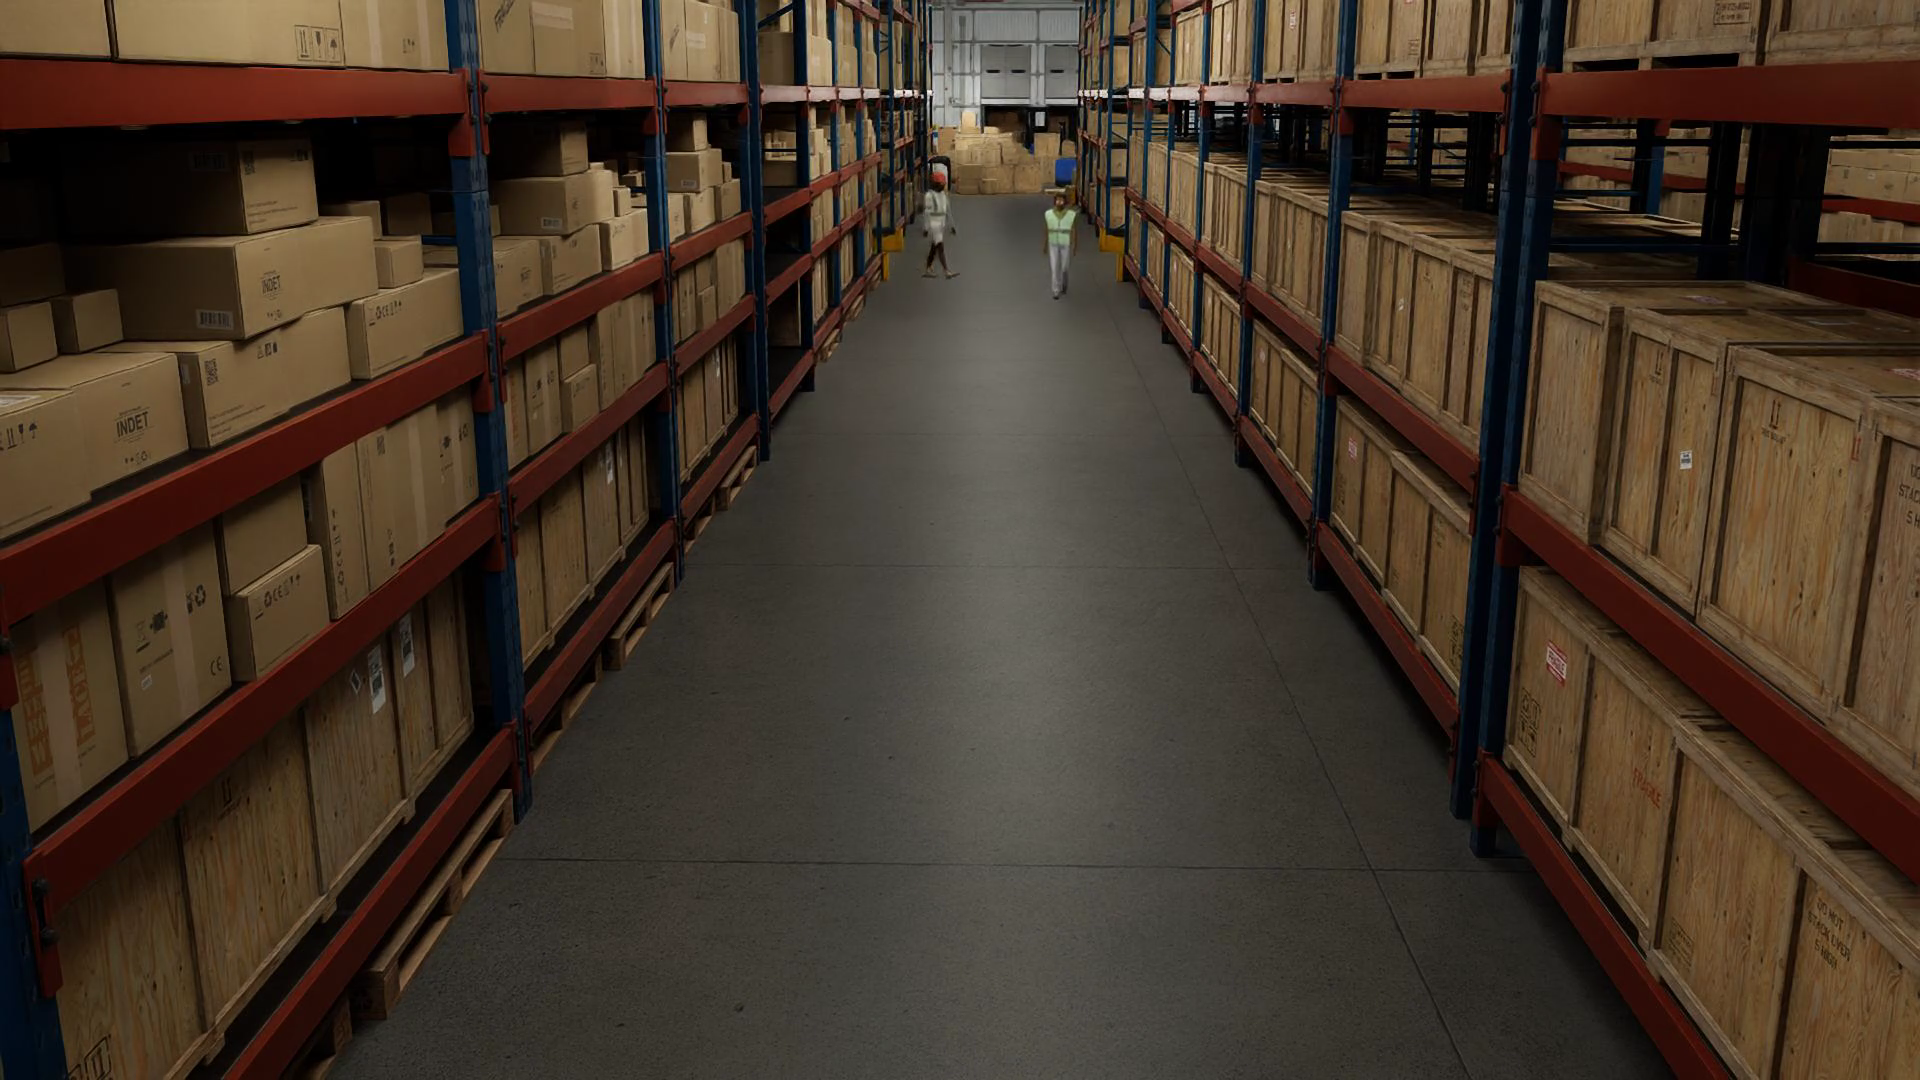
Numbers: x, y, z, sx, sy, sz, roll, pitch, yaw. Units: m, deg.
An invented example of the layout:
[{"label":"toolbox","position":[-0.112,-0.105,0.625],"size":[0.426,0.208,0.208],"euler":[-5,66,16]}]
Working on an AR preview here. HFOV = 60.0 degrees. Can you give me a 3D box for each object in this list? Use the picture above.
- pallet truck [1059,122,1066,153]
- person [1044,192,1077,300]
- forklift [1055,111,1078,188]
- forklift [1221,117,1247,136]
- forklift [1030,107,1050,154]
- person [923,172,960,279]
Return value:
[{"label":"pallet truck","position":[5.788,-21.111,88.014],"size":[1.885,1.965,0.823],"euler":[5,16,18]},{"label":"person","position":[1.730,-5.096,28.751],"size":[0.567,1.828,0.646],"euler":[2,15,6]},{"label":"forklift","position":[4.543,-14.513,61.790],"size":[1.873,2.768,1.129],"euler":[4,16,15]},{"label":"forklift","position":[7.849,-10.601,47.234],"size":[1.129,2.768,1.873],"euler":[0,15,2]},{"label":"forklift","position":[3.839,-19.436,80.107],"size":[1.129,2.768,1.873],"euler":[-7,17,-24]},{"label":"person","position":[-0.334,-5.962,31.634],"size":[1.004,1.995,0.634],"euler":[11,19,36]}]
